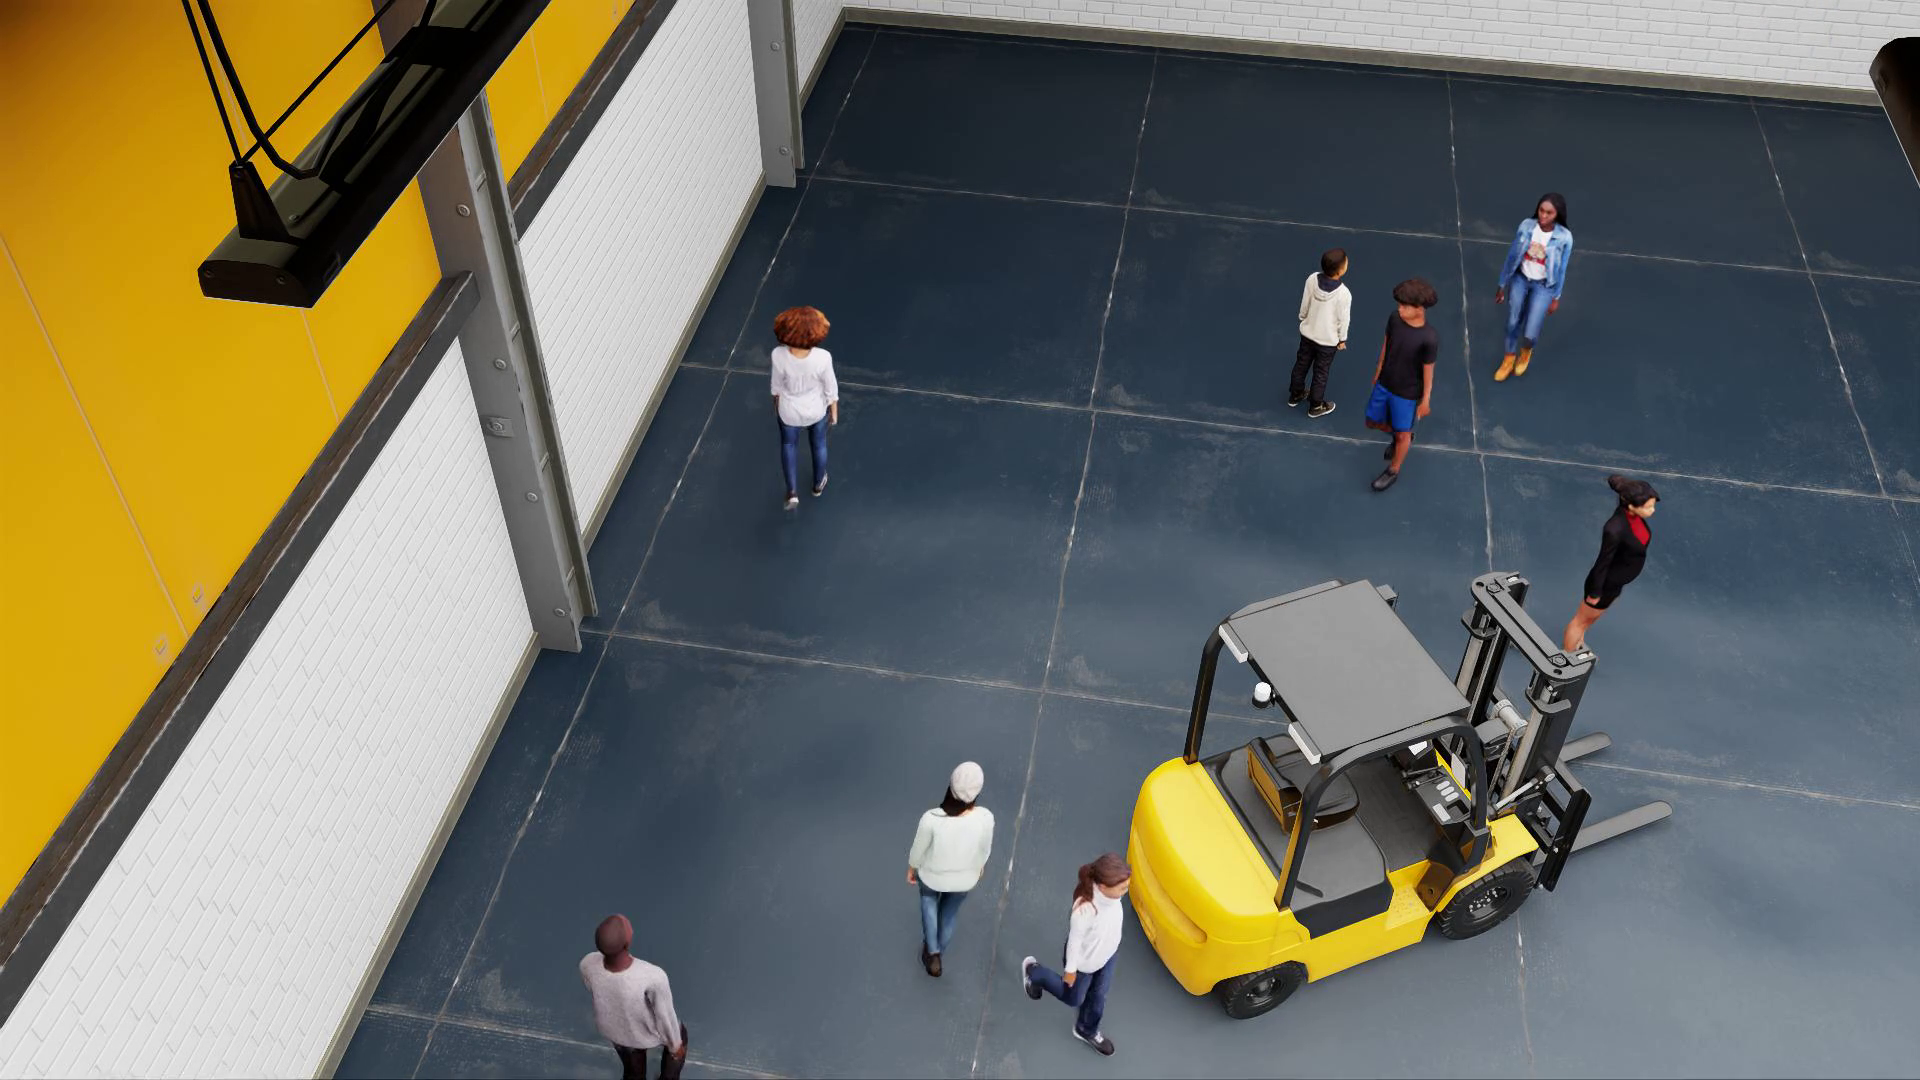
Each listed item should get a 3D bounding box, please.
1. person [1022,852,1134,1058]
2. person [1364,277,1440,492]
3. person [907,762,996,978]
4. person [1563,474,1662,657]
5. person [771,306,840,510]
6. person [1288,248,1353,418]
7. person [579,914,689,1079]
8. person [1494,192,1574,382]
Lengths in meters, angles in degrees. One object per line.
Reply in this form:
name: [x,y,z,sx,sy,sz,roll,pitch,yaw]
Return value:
person: [0.638,2.126,8.787,0.891,1.531,0.895,-30,51,-28]
person: [3.249,-1.167,12.062,0.940,1.781,0.880,-30,51,-28]
person: [-0.031,1.858,9.005,0.702,1.617,0.711,-10,45,-10]
person: [4.149,0.251,10.676,0.747,1.640,0.671,27,50,26]
person: [-1.129,-0.900,11.842,0.708,1.697,0.879,2,44,2]
person: [2.760,-1.595,12.750,0.690,1.453,0.654,-31,52,-29]
person: [-1.629,2.490,8.239,0.651,1.760,0.609,9,44,9]
person: [4.495,-1.986,12.980,0.758,1.700,0.796,28,50,27]
